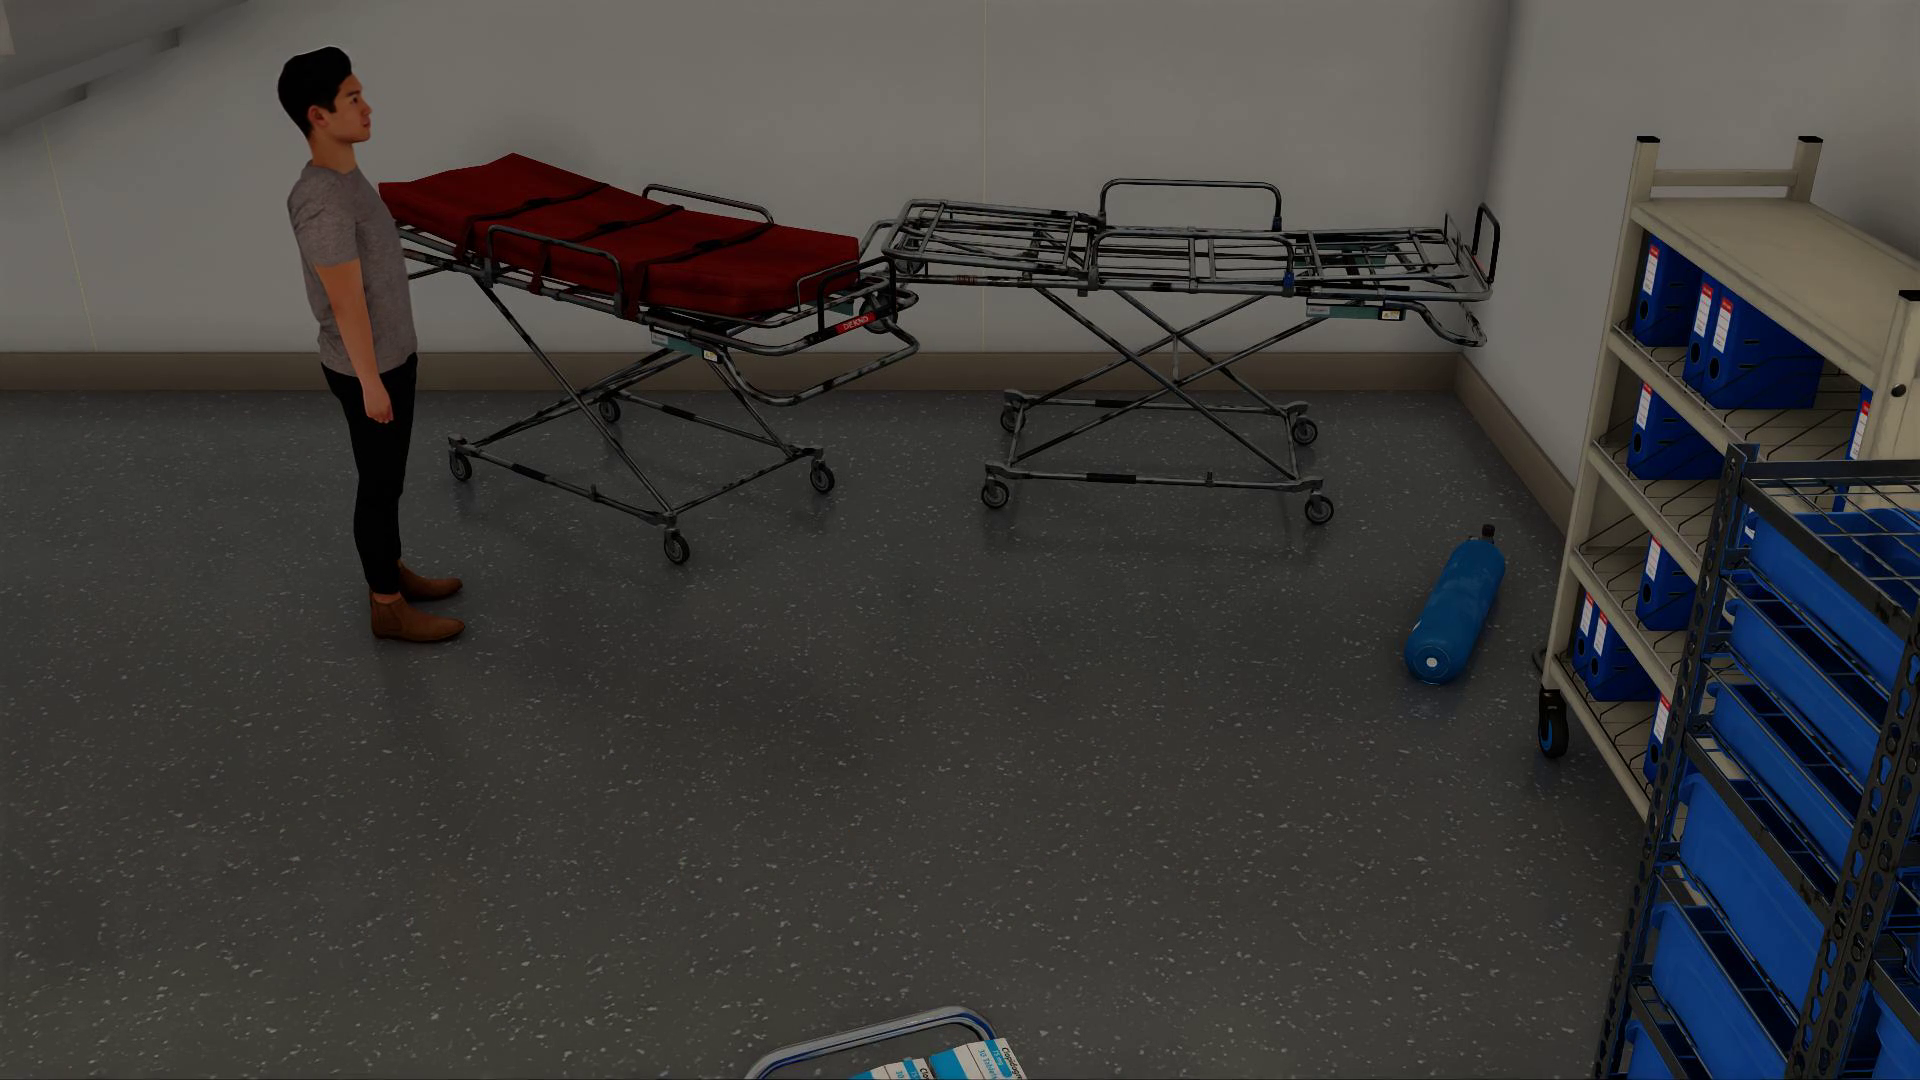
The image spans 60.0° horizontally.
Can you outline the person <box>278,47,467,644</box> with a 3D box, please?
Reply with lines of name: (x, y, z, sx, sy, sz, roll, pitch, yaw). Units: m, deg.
person: (-1.722, -0.543, 4.813, 0.605, 1.724, 0.654, -6, 26, -12)
